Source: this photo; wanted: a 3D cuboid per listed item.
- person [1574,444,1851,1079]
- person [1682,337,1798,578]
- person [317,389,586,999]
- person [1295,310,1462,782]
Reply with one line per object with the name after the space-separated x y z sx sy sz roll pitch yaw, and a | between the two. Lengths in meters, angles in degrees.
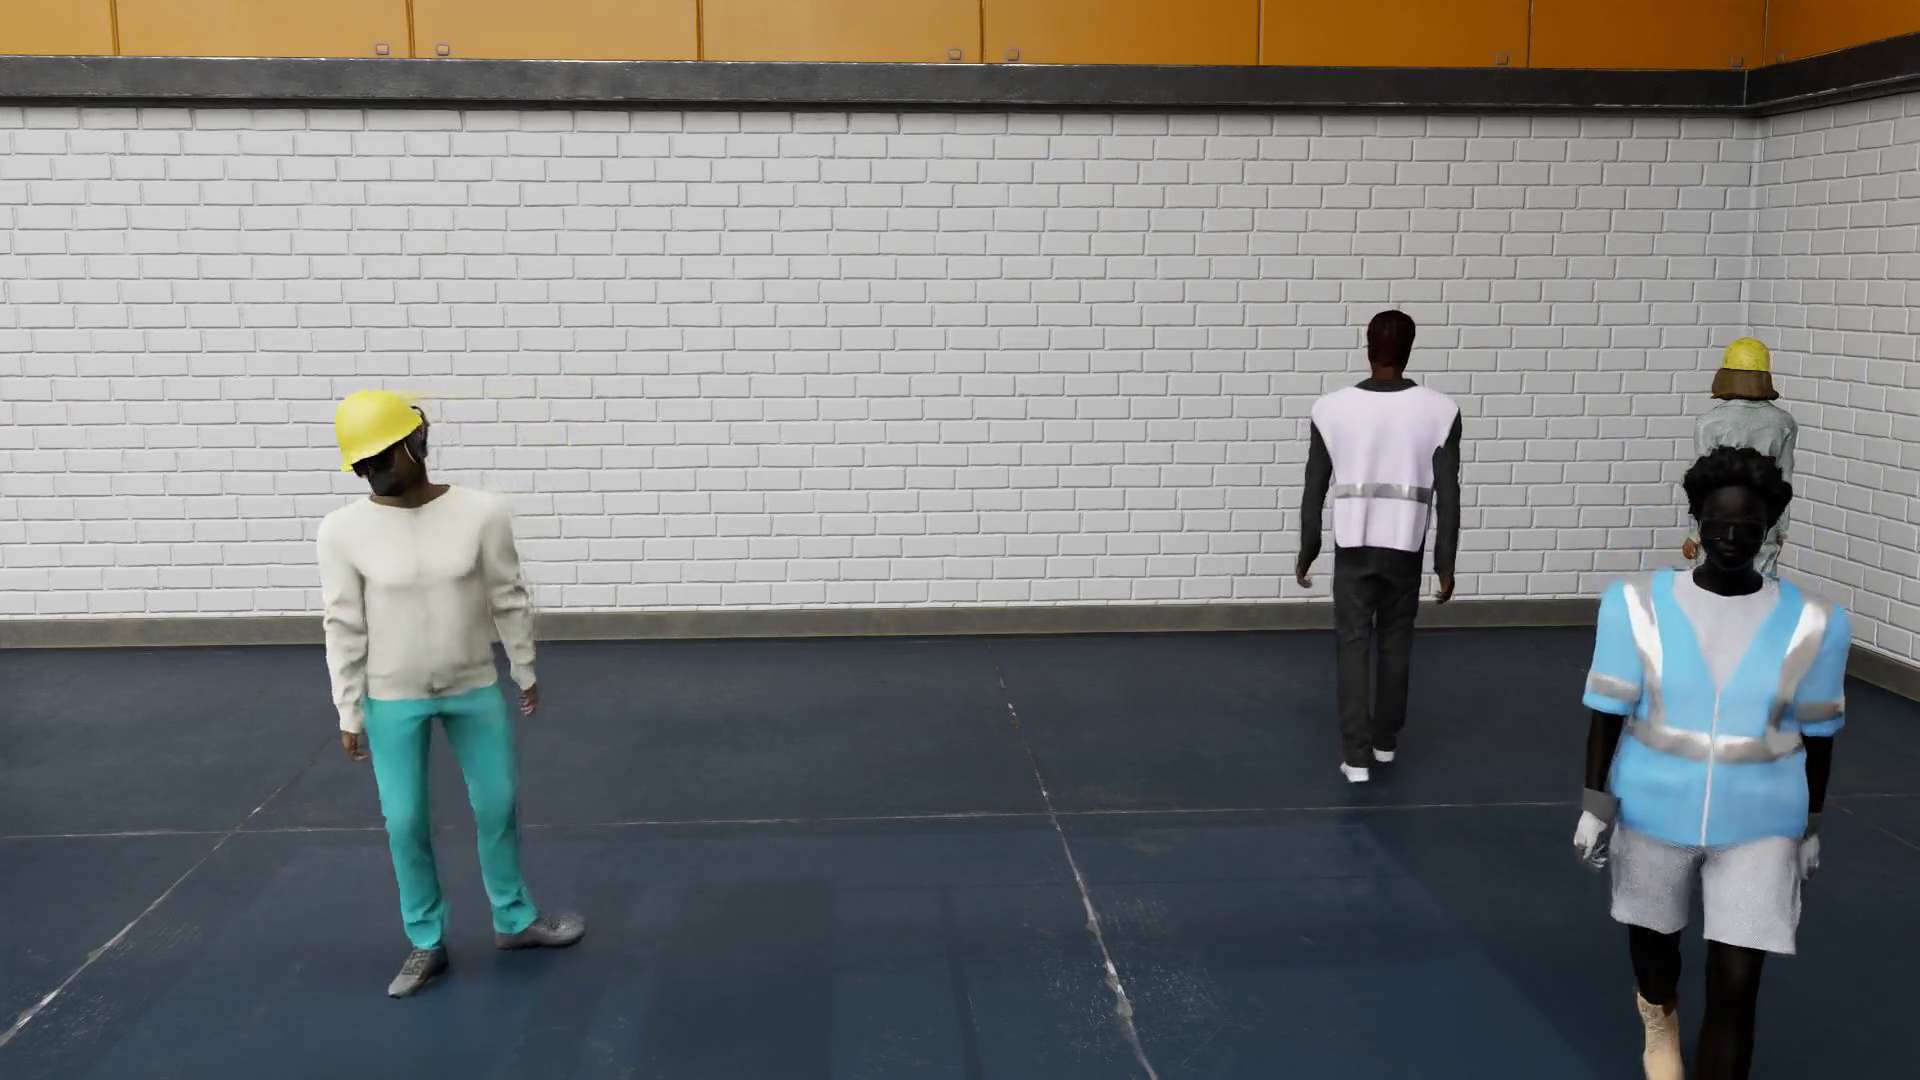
1.686 0.601 3.764 0.531 1.669 0.826 4 10 25 | person
3.524 -0.045 7.569 0.492 1.742 0.317 -1 9 -8 | person
-1.423 0.426 4.687 0.682 1.719 0.417 -4 10 -26 | person
1.689 0.021 6.760 0.621 1.910 0.576 2 9 10 | person
